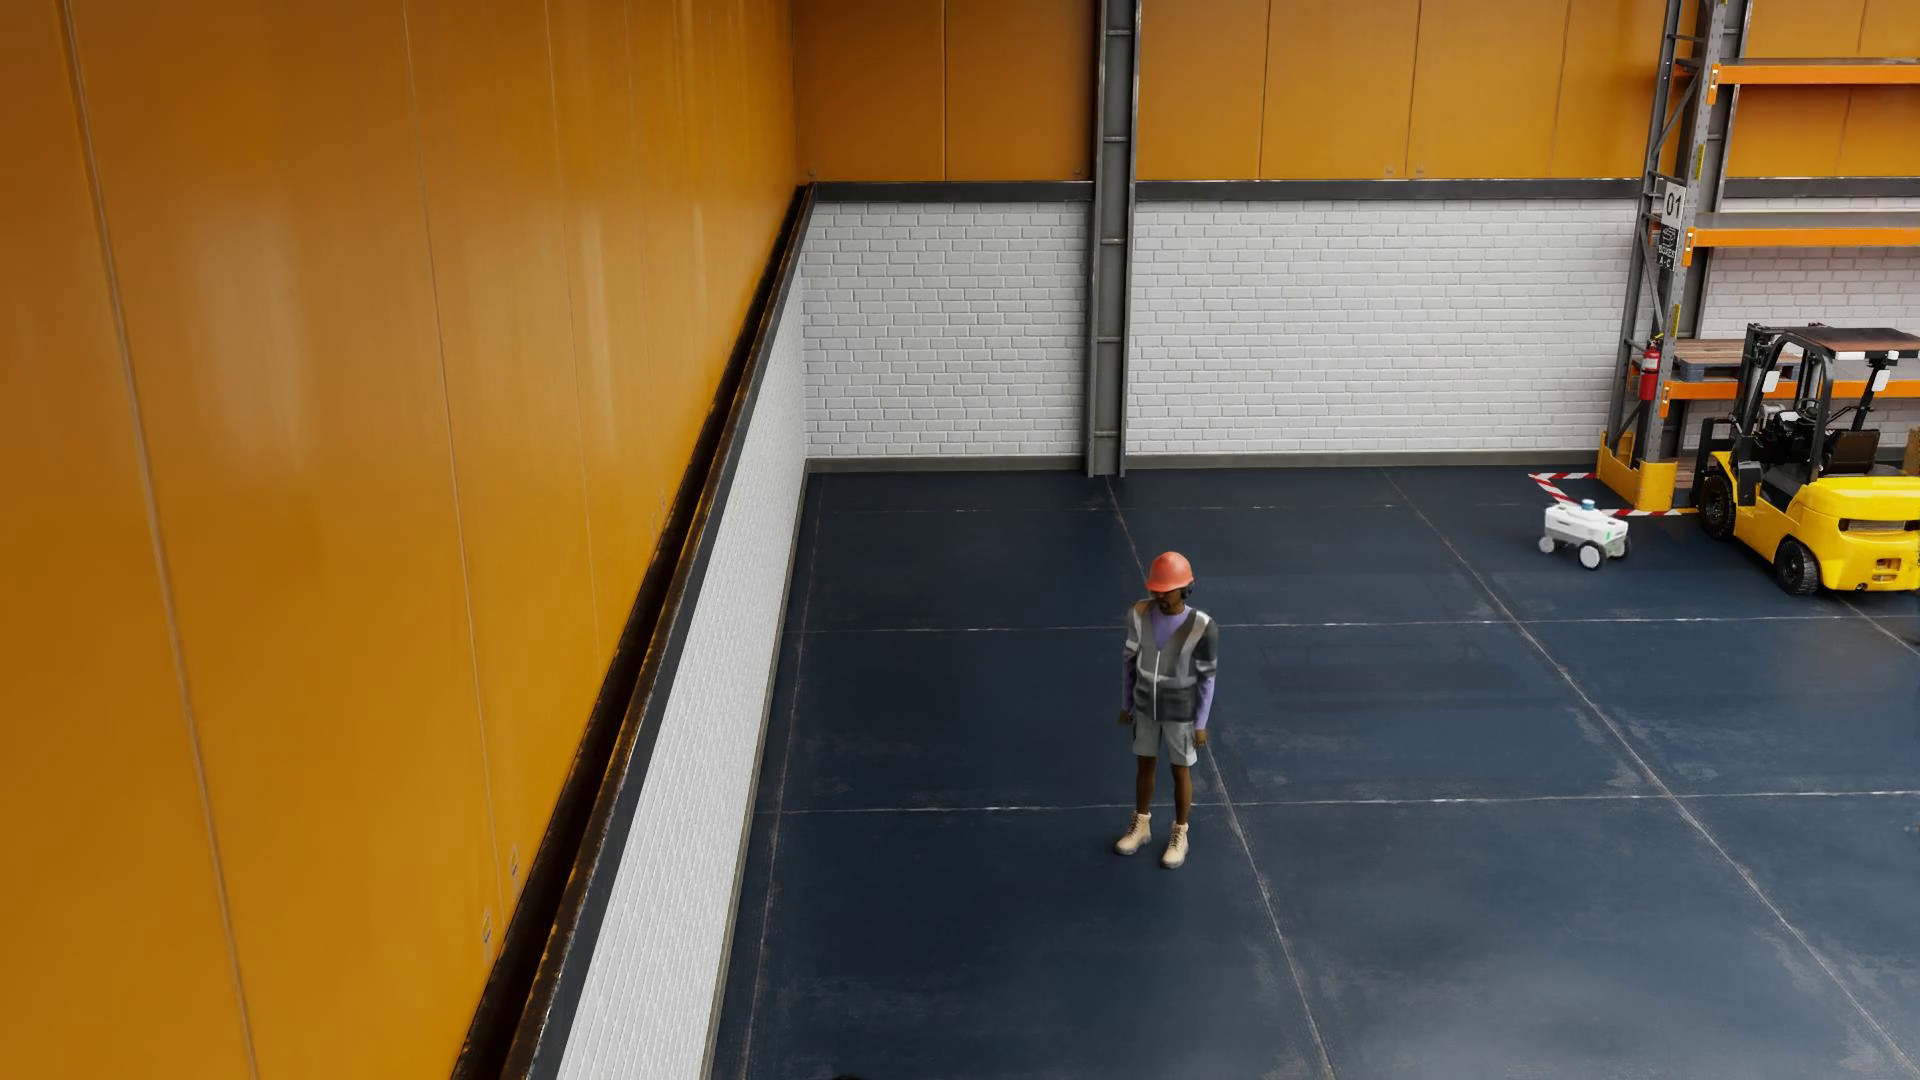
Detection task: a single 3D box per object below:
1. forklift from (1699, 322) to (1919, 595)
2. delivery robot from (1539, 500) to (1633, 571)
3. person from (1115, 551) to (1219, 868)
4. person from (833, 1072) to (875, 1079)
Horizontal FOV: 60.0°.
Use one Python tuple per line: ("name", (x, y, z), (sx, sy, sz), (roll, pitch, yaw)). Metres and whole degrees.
("forklift", (7.809, -0.792, 14.926), (1.214, 2.155, 2.313), (-1, 20, -2))
("delivery robot", (5.773, -0.062, 15.327), (0.499, 0.609, 0.805), (-15, 25, -34))
("person", (1.252, 1.032, 10.198), (0.607, 2.044, 0.367), (12, 24, 30))
("person", (-0.379, 2.699, 6.171), (0.318, 1.699, 0.534), (-1, 20, -3))
